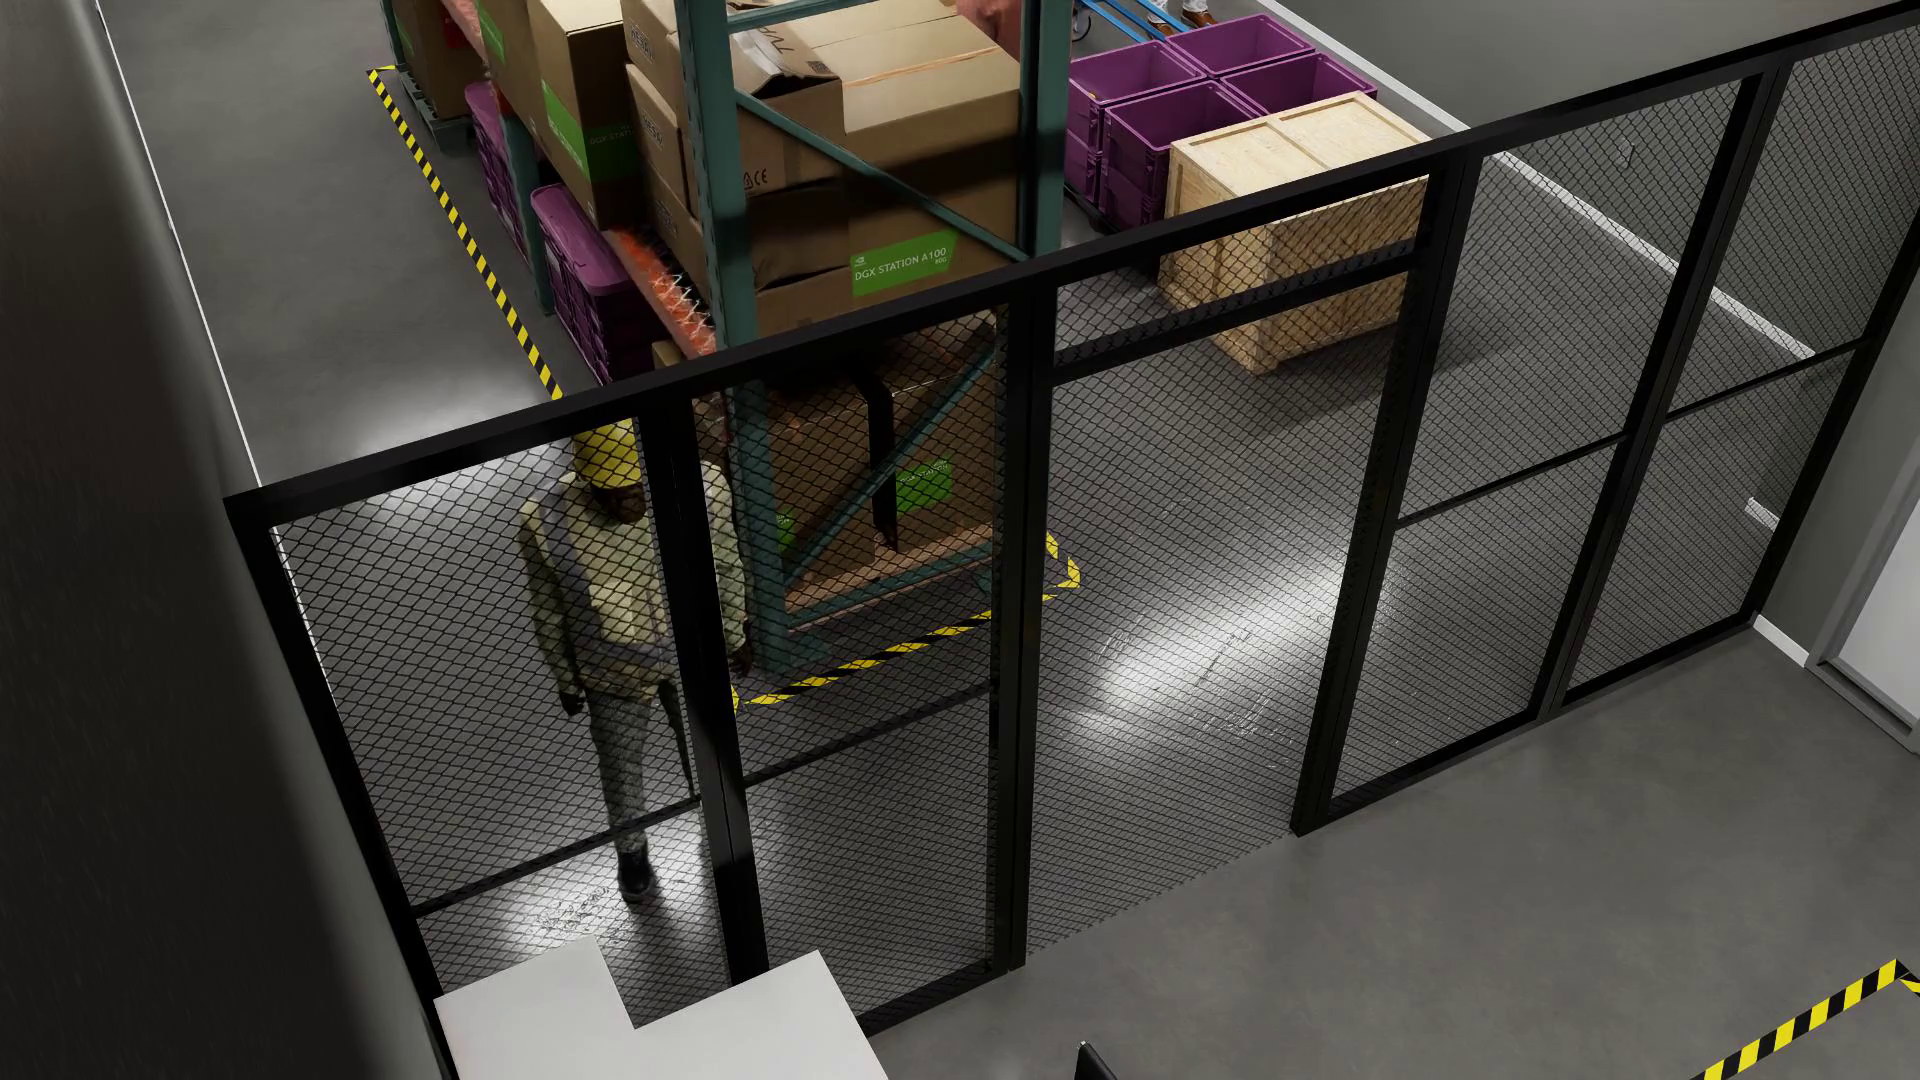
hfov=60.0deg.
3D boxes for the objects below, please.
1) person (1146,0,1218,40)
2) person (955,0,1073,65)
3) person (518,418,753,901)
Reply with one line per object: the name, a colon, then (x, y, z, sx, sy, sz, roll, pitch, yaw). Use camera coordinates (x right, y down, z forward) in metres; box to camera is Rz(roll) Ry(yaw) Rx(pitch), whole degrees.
person: (1.273, -3.628, 8.914, 0.632, 1.940, 0.372, -22, 47, -22)
person: (0.198, -1.822, 6.897, 0.623, 1.992, 0.397, -32, 51, -30)
person: (-0.868, 0.308, 4.685, 0.591, 1.834, 0.404, -15, 45, -16)
